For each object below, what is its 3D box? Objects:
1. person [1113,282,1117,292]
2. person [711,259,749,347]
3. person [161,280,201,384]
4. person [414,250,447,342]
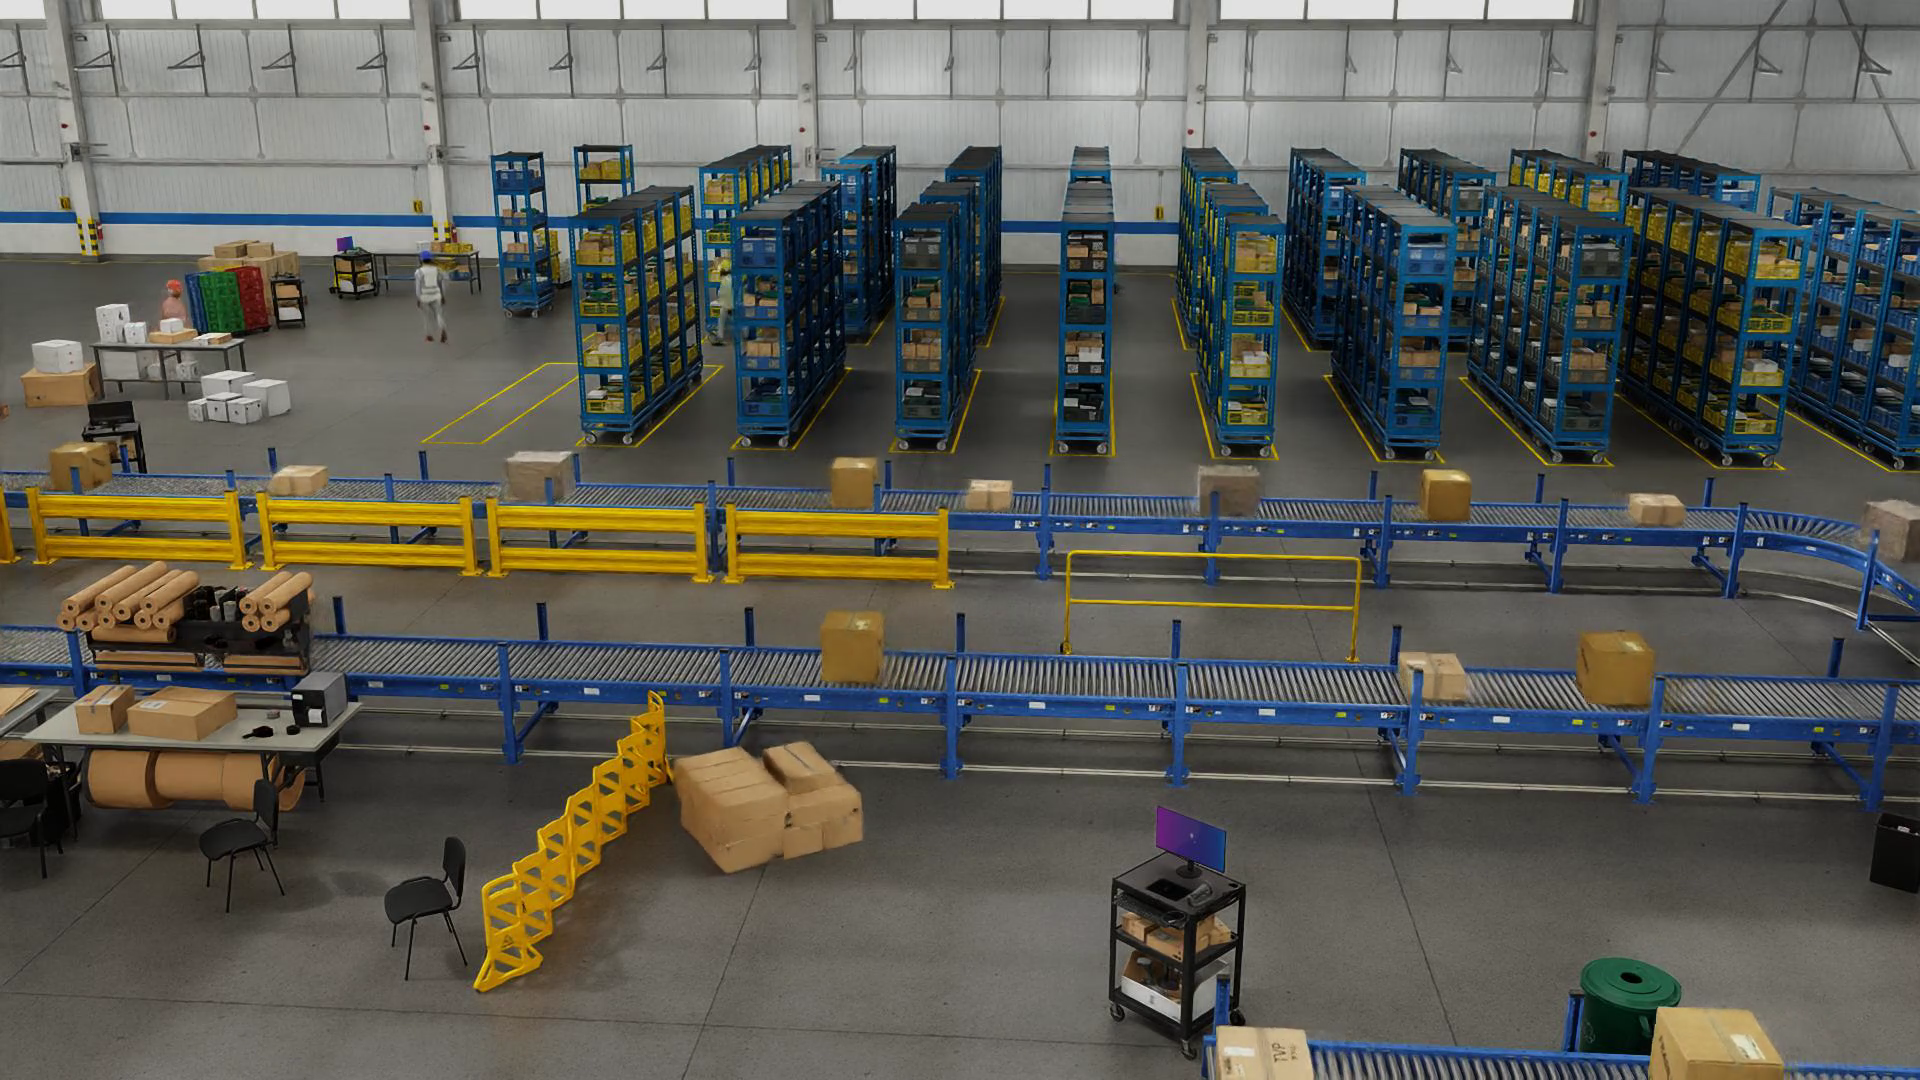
[{"bbox_3d":[3.384,-6.773,40.078,0.699,1.820,0.582,6,18,18],"label":"person"},{"bbox_3d":[-4.662,-4.837,33.968,0.826,1.803,0.593,2,18,6],"label":"person"},{"bbox_3d":[-14.398,-3.807,30.493,1.099,1.933,0.621,0,17,-1],"label":"person"},{"bbox_3d":[-10.919,-5.021,34.368,0.622,1.917,0.676,-12,21,-34],"label":"person"}]
